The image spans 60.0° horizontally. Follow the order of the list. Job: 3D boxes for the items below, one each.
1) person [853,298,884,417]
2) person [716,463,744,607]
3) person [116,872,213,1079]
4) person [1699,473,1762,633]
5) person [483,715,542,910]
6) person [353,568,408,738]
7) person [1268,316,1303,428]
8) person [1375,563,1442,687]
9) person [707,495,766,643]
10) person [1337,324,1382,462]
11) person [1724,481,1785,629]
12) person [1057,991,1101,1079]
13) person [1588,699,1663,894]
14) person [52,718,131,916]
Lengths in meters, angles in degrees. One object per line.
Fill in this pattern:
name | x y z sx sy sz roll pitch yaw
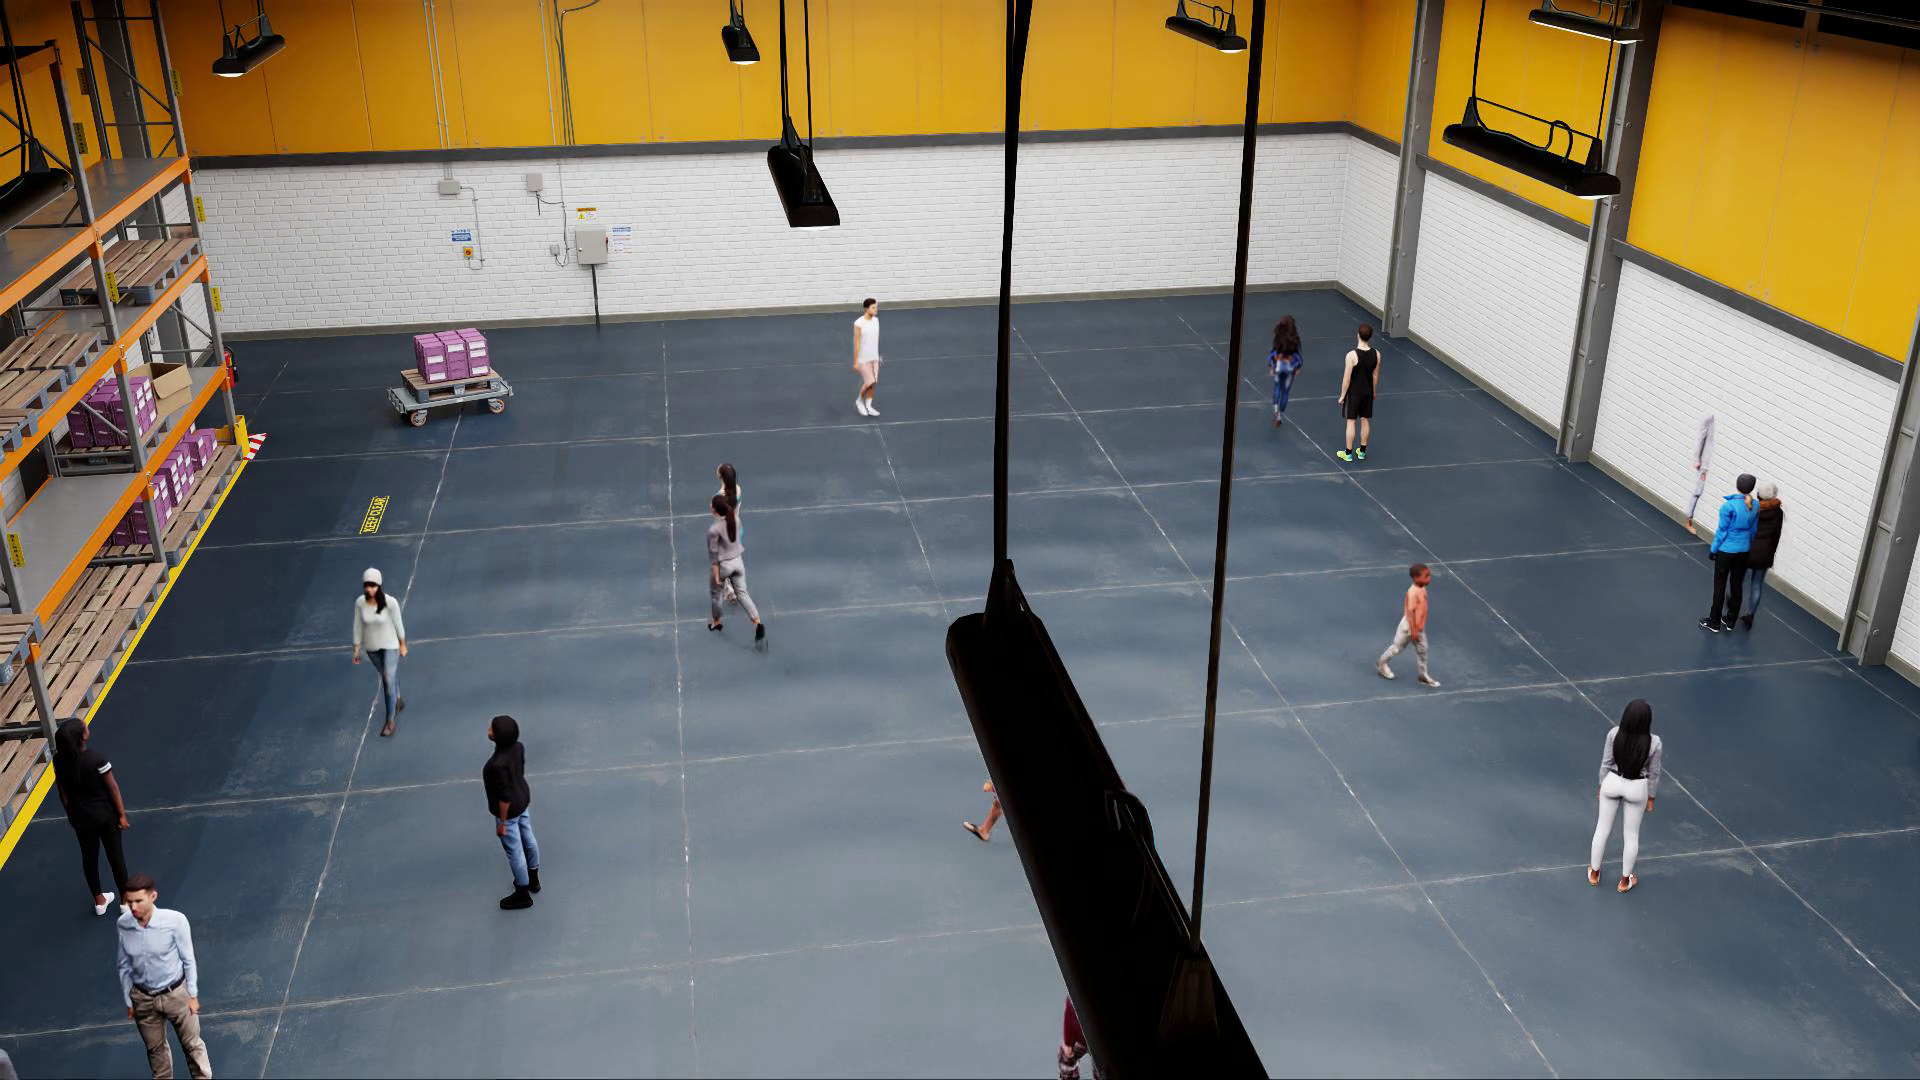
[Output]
person | -1.403 -2.661 24.146 0.869 1.773 0.819 20 31 38
person | -2.487 -0.042 18.280 0.738 1.673 0.685 20 31 39
person | -5.309 3.015 11.068 0.647 1.848 0.612 -2 24 -6
person | 8.241 0.130 17.733 0.621 1.795 0.520 -3 24 -6
person | -3.560 2.144 13.244 0.700 1.701 0.582 4 24 9
person | -5.532 0.995 15.979 0.753 1.616 1.030 3 24 6
person | 4.628 -2.402 23.766 0.807 1.602 0.883 10 25 21
person | 4.490 0.837 16.742 0.950 1.293 0.809 21 31 39
person | -2.374 0.336 17.449 1.161 1.645 1.032 21 31 39
person | 5.398 -1.991 22.465 0.689 1.892 0.587 -6 24 -12
person | 8.561 0.178 17.863 0.830 1.603 1.049 3 24 7
person | 0.910 3.222 10.802 0.765 1.682 0.831 -12 26 -26
person | 5.376 2.042 13.446 0.678 1.725 0.714 12 27 26
person | -6.842 2.174 13.140 0.655 1.729 0.610 1 24 2
